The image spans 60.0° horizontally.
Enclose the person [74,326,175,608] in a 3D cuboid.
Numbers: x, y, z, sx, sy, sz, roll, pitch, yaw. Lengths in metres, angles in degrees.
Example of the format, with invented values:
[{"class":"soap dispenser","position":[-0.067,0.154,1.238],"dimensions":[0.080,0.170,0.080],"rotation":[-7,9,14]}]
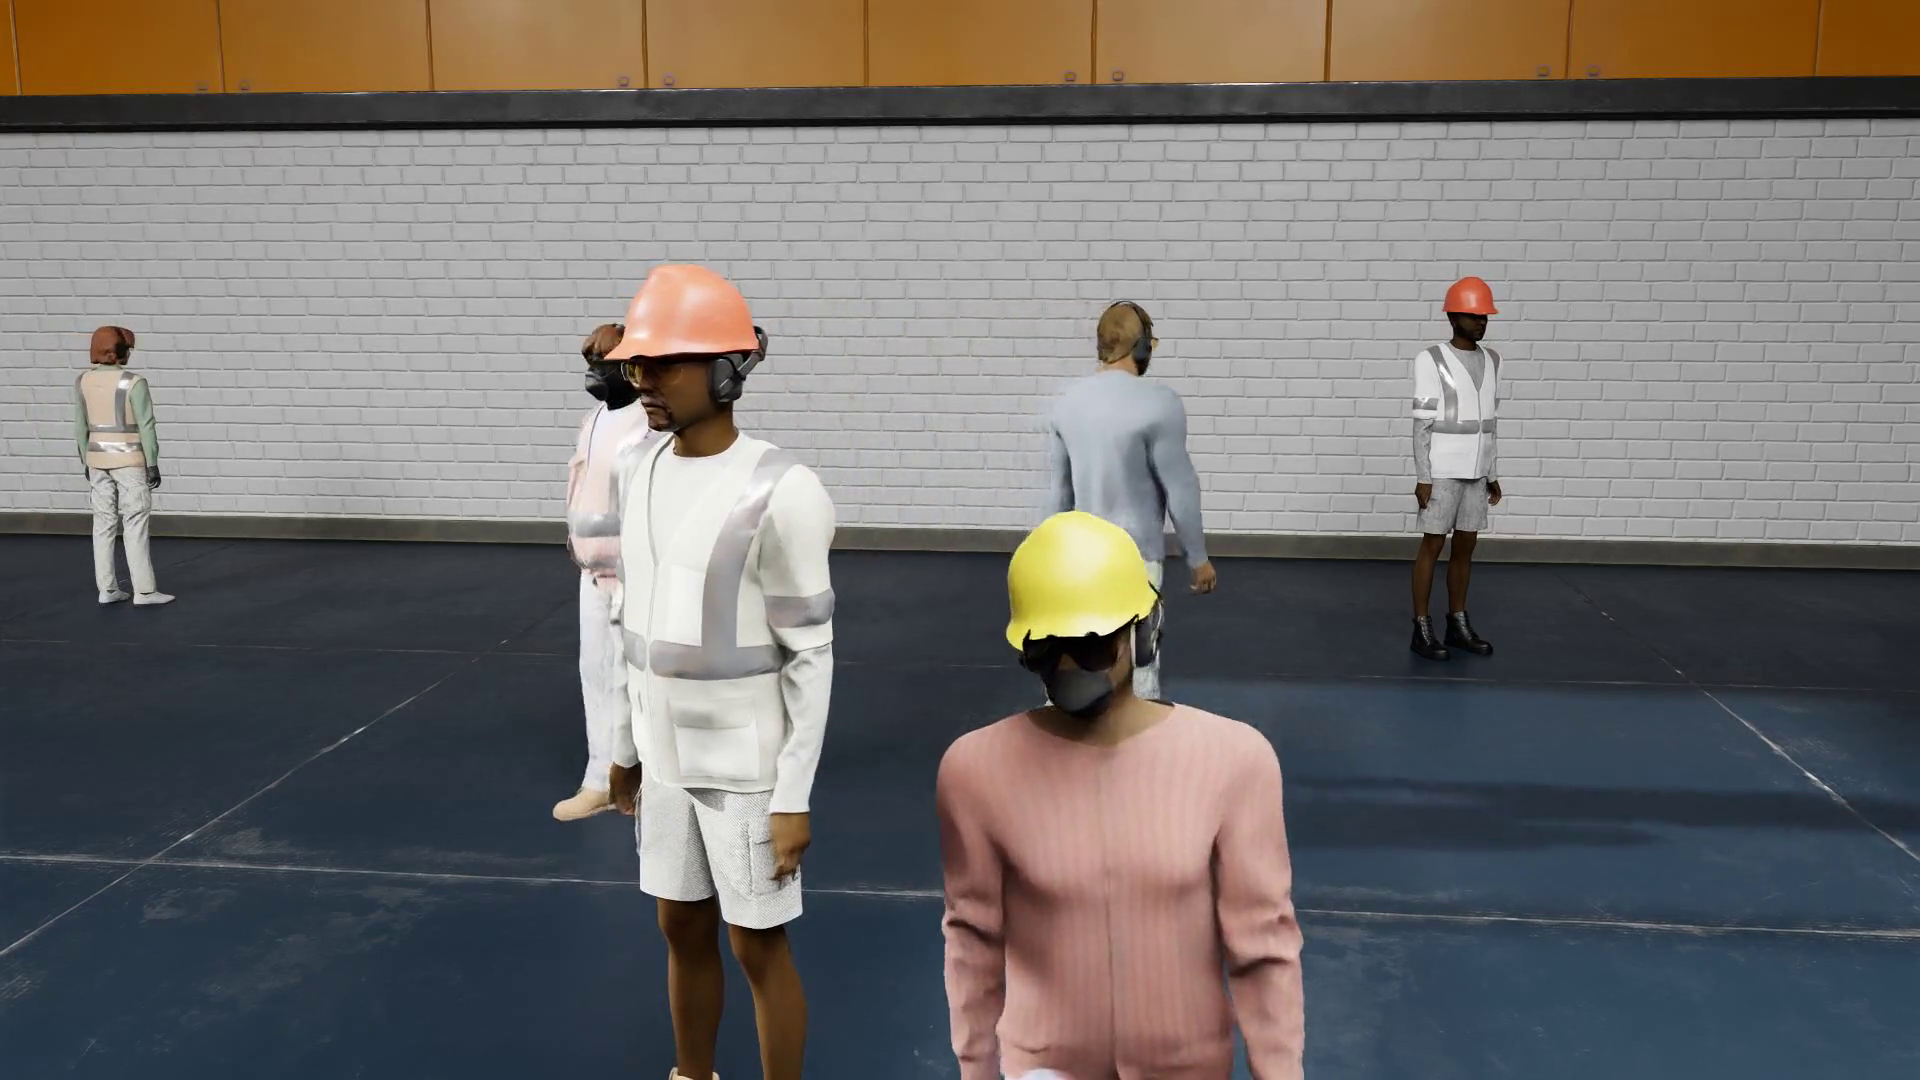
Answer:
[{"class":"person","position":[-4.889,-0.421,9.680],"dimensions":[0.523,1.636,0.310],"rotation":[3,10,15]}]

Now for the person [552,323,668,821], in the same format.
[{"class":"person","position":[-1.138,0.110,6.132],"dimensions":[0.740,1.819,0.632],"rotation":[-8,13,-38]}]

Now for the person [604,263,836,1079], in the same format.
[{"class":"person","position":[-0.538,0.454,3.503],"dimensions":[0.605,2.045,0.385],"rotation":[8,13,40]}]

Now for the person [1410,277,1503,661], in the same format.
[{"class":"person","position":[2.542,-0.360,8.467],"dimensions":[0.544,1.939,0.355],"rotation":[-5,11,-26]}]

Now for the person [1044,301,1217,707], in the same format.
[{"class":"person","position":[0.544,0.051,6.266],"dimensions":[1.013,1.898,0.637],"rotation":[-6,12,-32]}]

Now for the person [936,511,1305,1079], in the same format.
[{"class":"person","position":[0.228,0.789,2.541],"dimensions":[0.527,1.710,0.957],"rotation":[0,10,-1]}]
